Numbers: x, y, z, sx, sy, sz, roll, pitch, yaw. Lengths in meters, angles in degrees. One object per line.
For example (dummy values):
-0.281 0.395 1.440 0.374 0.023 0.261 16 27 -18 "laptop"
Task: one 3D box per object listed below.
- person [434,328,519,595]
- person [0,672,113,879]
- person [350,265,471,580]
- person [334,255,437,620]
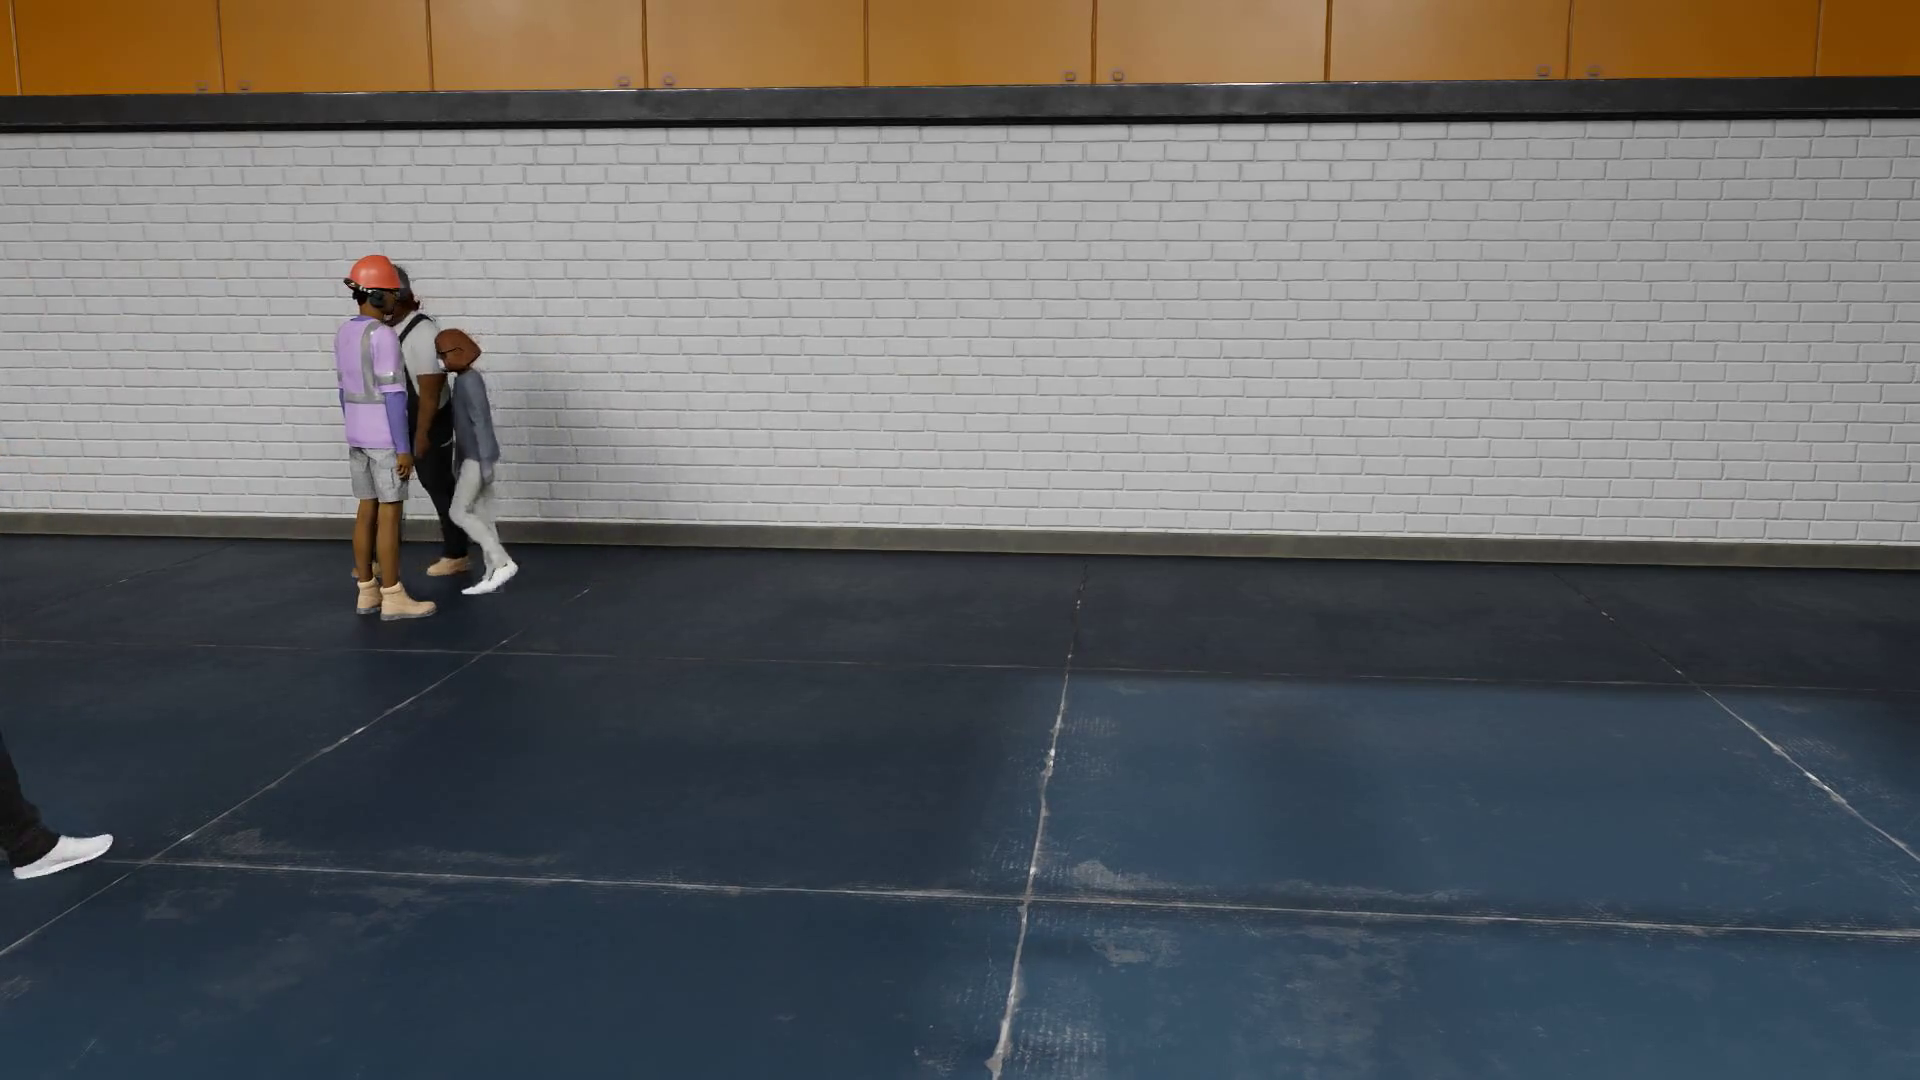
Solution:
-2.924 -0.455 9.964 0.364 1.597 0.527 -4 11 -20 "person"
-3.303 0.259 5.167 1.032 1.863 0.572 -7 12 -37 "person"
-3.461 -0.745 10.376 0.699 2.000 0.866 6 12 32 "person"
-3.255 -0.570 9.372 0.608 2.044 0.377 9 14 43 "person"
